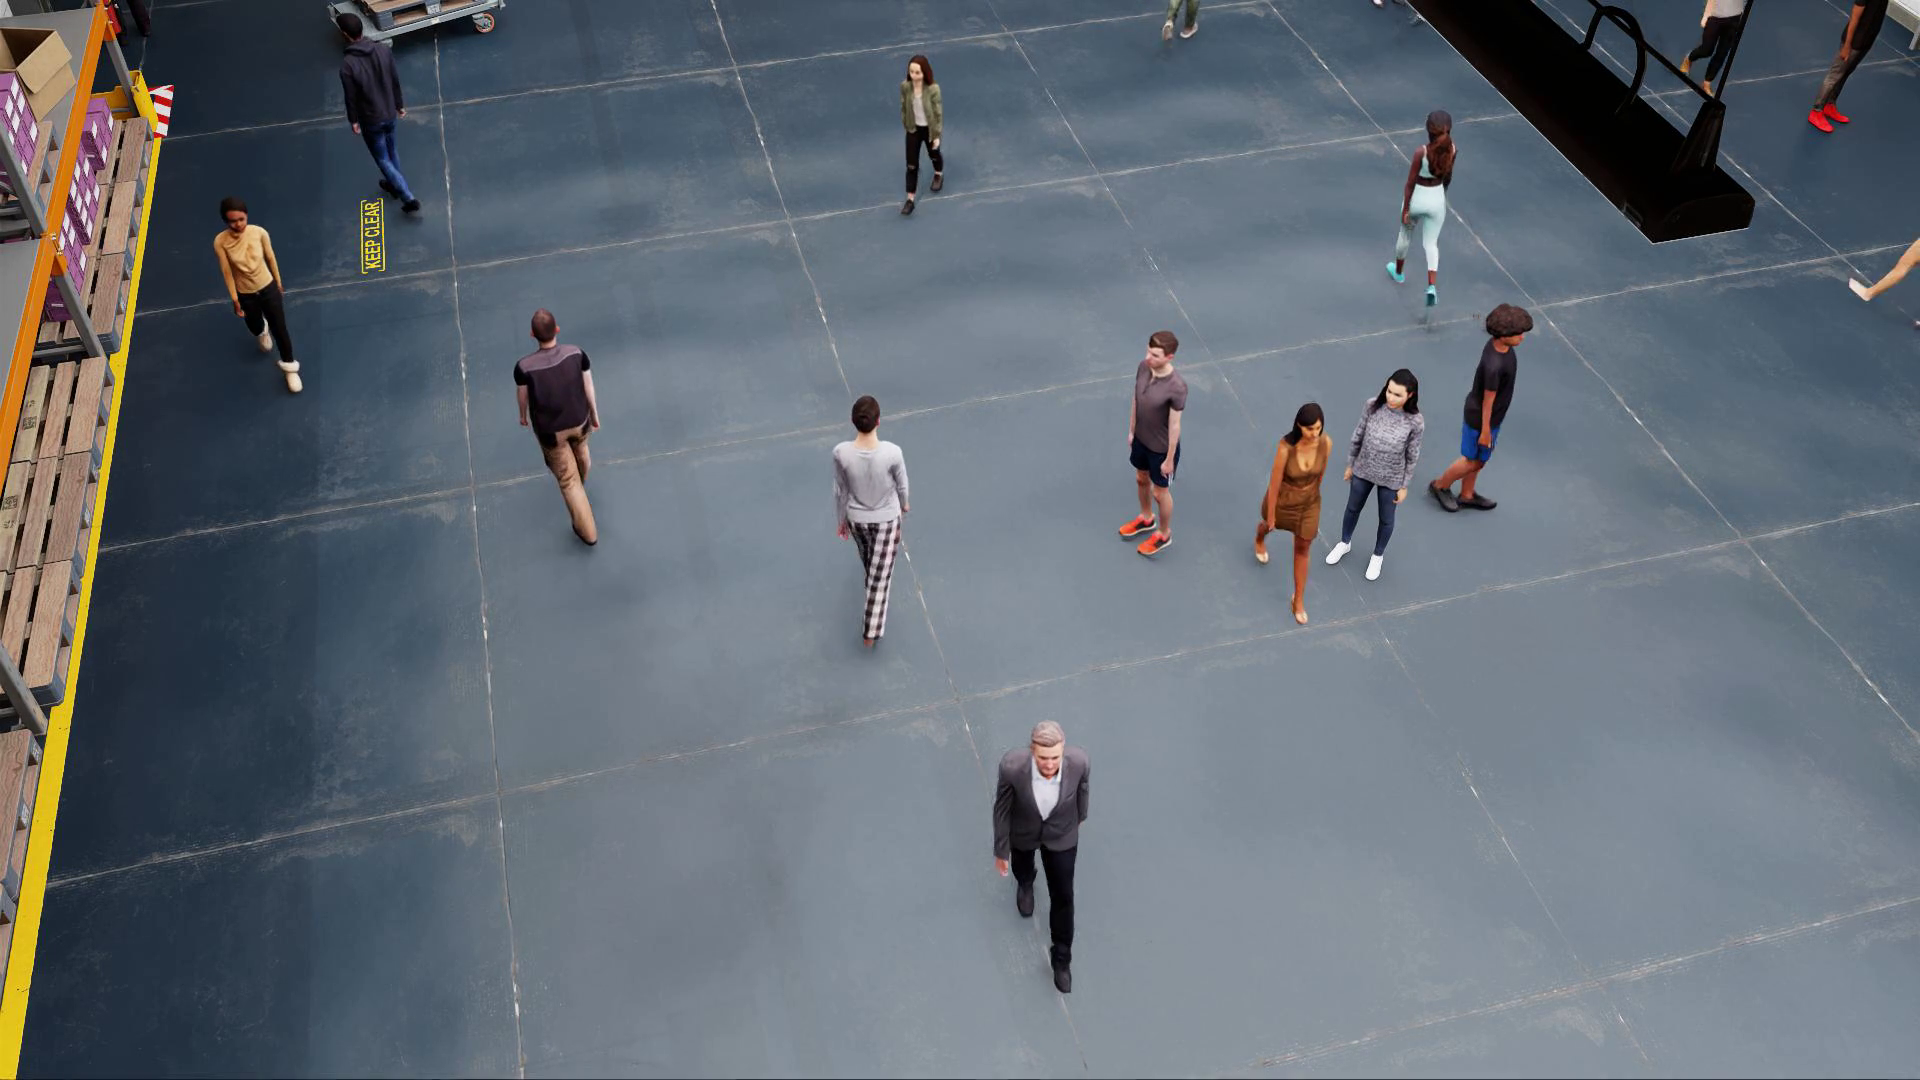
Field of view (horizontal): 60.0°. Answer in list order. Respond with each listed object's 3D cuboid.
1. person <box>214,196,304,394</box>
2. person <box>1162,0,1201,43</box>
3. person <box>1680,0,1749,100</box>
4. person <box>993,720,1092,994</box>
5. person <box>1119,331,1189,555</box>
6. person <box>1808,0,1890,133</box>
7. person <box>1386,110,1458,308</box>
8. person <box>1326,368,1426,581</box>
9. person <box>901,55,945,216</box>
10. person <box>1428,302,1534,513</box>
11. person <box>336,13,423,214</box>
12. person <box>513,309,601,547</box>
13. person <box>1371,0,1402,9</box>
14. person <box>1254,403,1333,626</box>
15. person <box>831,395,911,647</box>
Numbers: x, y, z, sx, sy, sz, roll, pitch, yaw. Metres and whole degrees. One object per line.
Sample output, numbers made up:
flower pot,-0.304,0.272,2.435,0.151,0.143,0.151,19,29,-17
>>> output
person,-5.549,-1.984,13.062,0.696,1.641,1.041,-19,47,-19
person,2.339,-5.918,17.193,0.936,1.638,0.997,22,48,22
person,7.521,-5.221,16.410,0.696,1.707,0.839,-2,44,-3
person,0.433,1.547,9.236,0.865,1.805,1.185,-1,44,-1
person,1.373,-0.688,11.548,0.756,1.851,0.591,-25,49,-24
person,8.598,-4.835,15.935,0.706,1.806,0.674,-29,51,-27
person,3.886,-2.720,13.791,0.707,1.700,1.105,-3,44,-3
person,2.886,-0.473,11.409,0.673,1.732,0.744,24,49,23
person,-0.295,-3.726,15.034,0.907,1.441,1.064,12,45,13
person,3.702,-0.922,11.839,0.878,1.788,0.830,17,46,17
person,-5.130,-3.739,14.738,1.151,1.869,1.023,30,51,28
person,-2.771,-0.757,11.666,0.906,1.789,1.269,-22,48,-22
person,4.689,-6.624,17.793,0.605,1.832,0.550,-20,47,-20
person,2.217,-0.304,11.294,0.601,1.645,1.065,-9,44,-9
person,-0.582,-0.084,10.953,0.958,1.798,1.255,7,44,7
